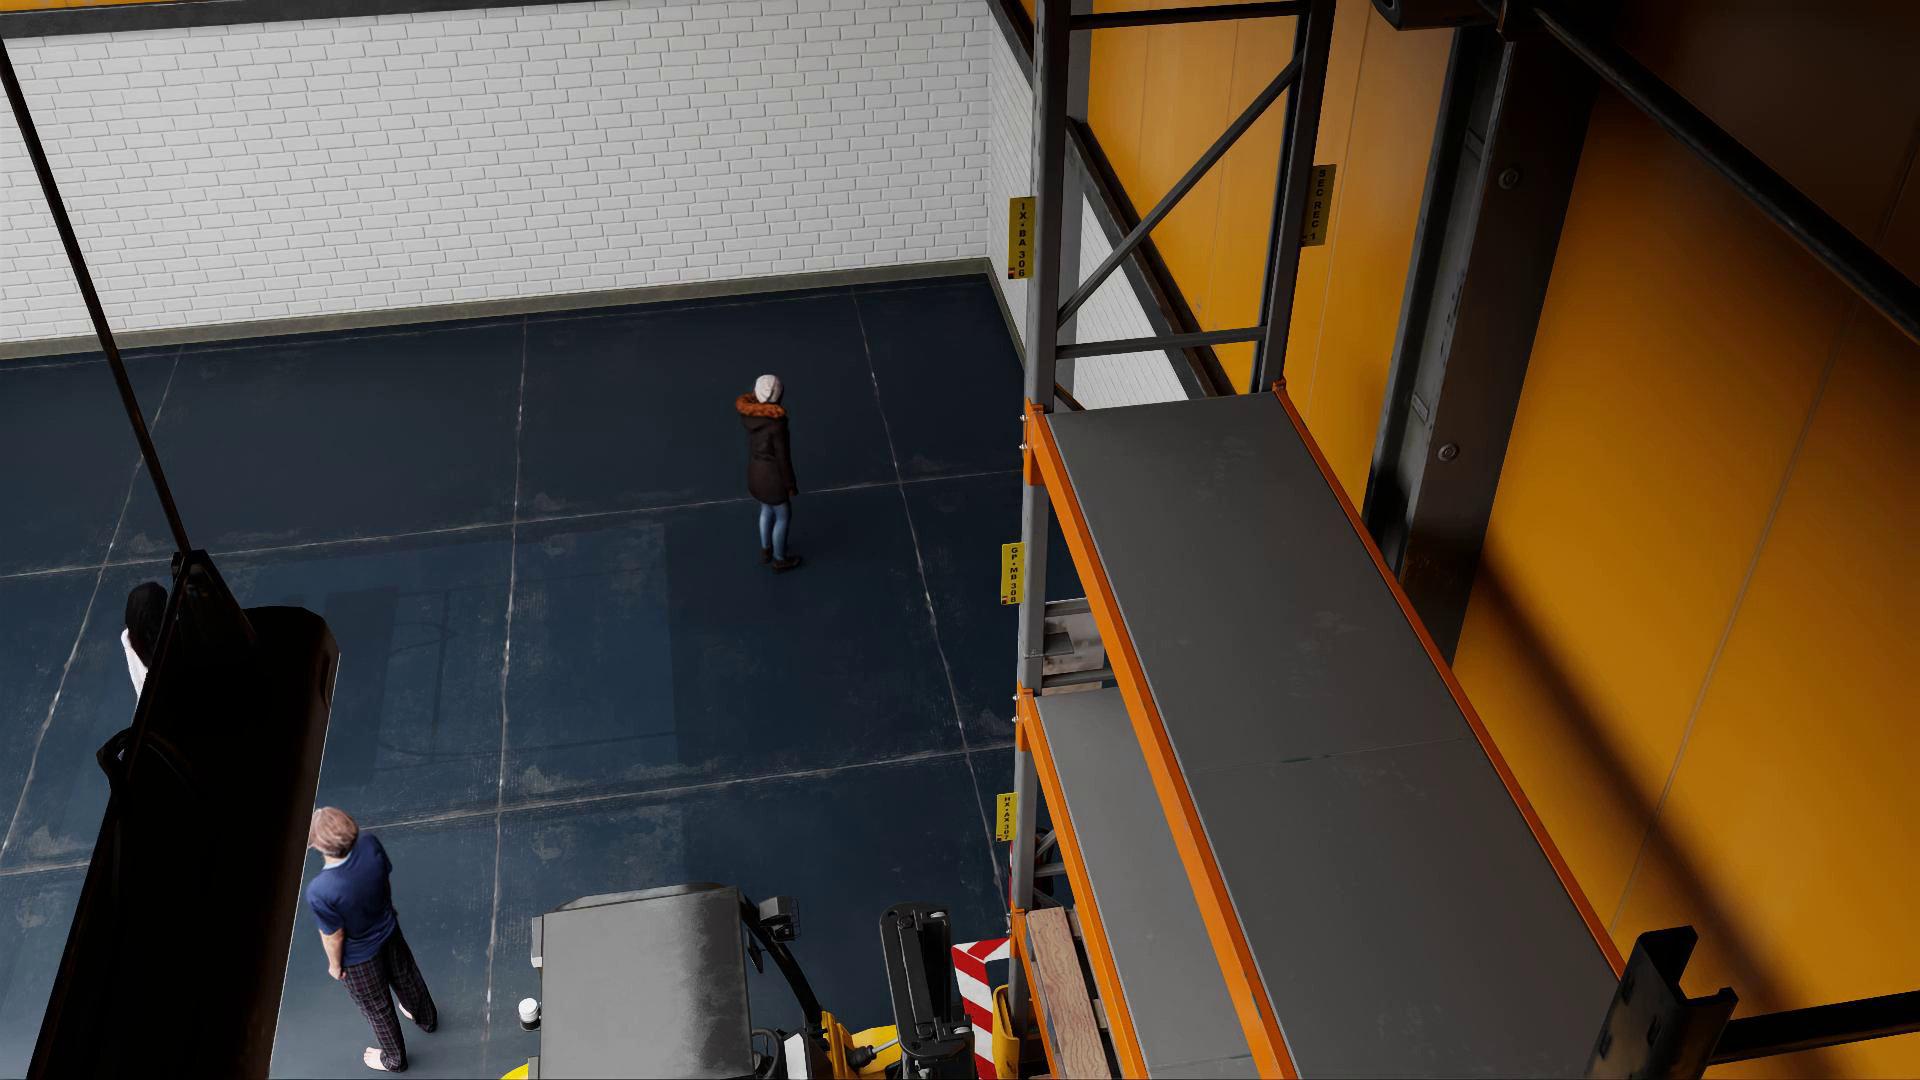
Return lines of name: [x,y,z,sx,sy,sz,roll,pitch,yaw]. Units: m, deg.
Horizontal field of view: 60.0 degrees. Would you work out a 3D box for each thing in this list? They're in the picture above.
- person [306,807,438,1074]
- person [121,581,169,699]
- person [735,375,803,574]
person: [-3.055,2.046,8.577,0.800,1.872,0.689,16,41,19]
person: [-4.756,1.015,10.022,0.764,1.679,0.879,4,39,5]
person: [-1.358,-0.457,11.906,0.781,1.629,0.677,-27,46,-30]
